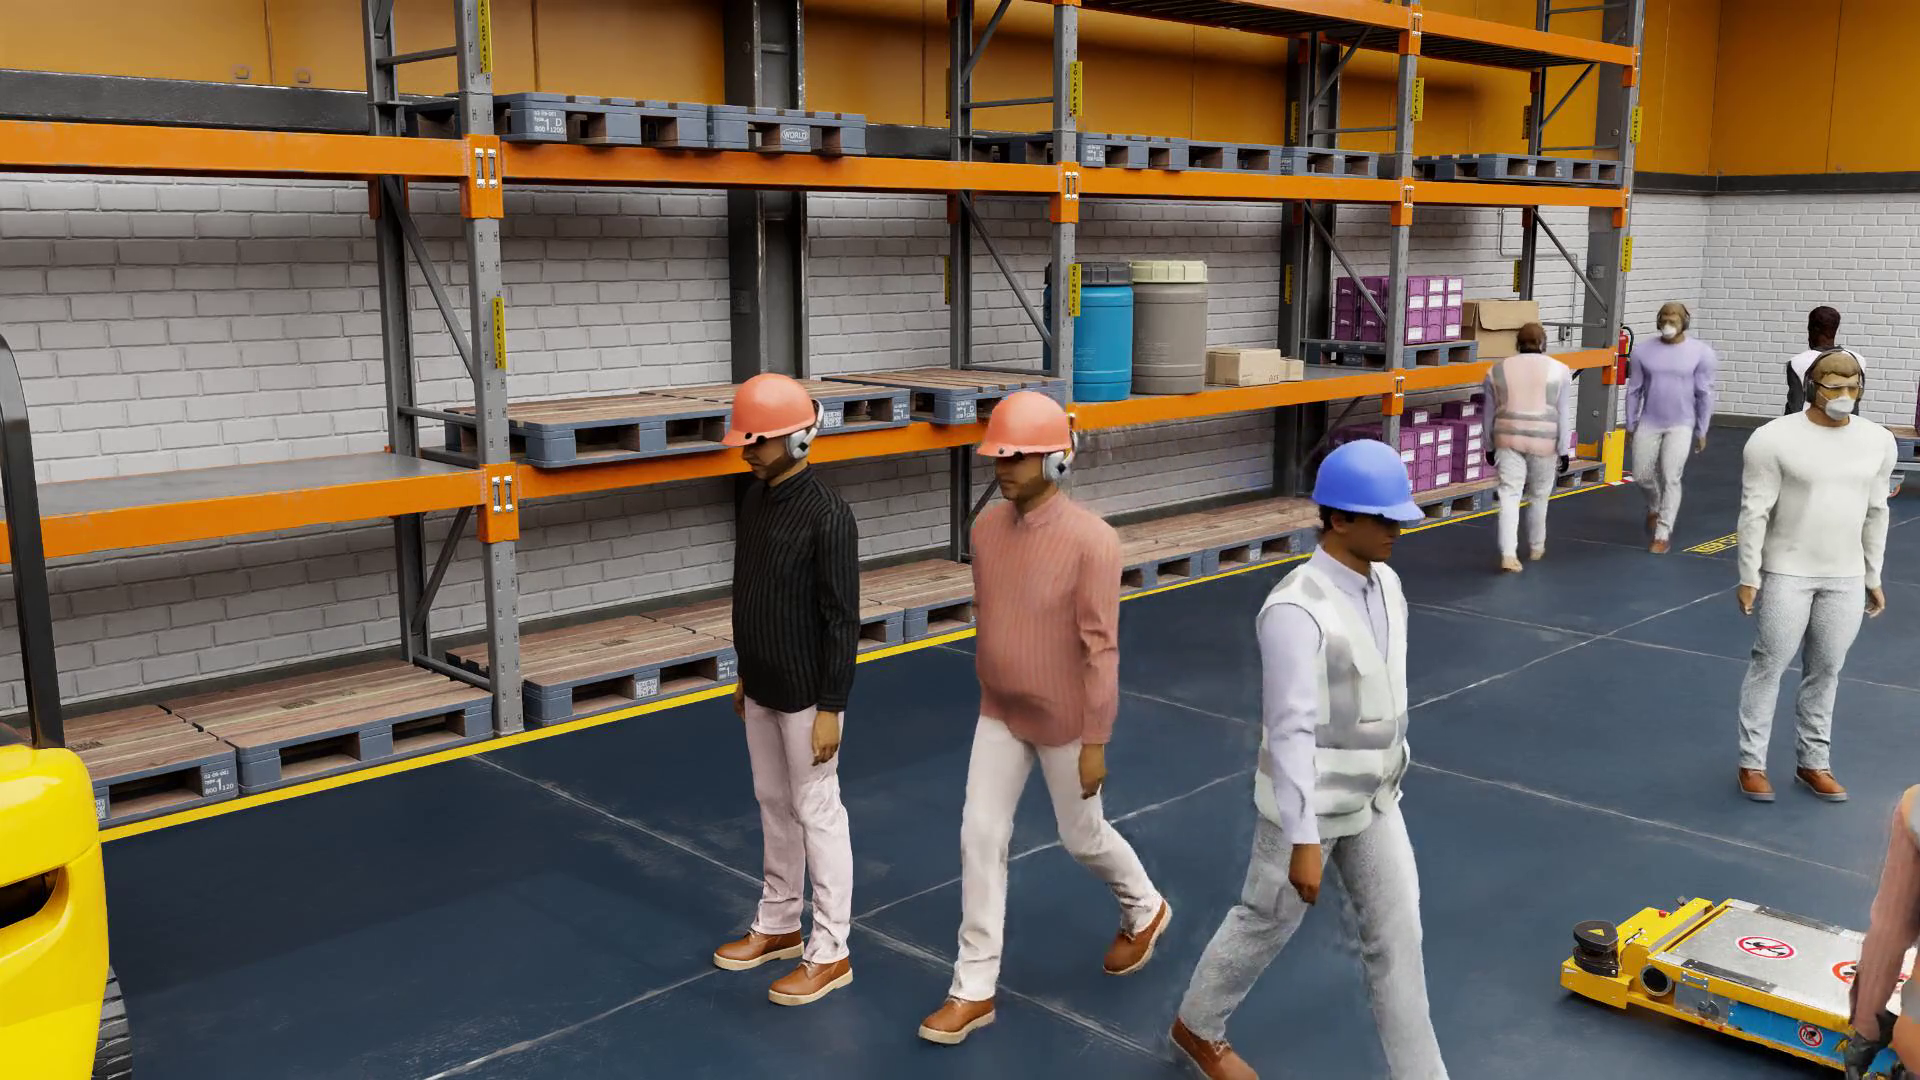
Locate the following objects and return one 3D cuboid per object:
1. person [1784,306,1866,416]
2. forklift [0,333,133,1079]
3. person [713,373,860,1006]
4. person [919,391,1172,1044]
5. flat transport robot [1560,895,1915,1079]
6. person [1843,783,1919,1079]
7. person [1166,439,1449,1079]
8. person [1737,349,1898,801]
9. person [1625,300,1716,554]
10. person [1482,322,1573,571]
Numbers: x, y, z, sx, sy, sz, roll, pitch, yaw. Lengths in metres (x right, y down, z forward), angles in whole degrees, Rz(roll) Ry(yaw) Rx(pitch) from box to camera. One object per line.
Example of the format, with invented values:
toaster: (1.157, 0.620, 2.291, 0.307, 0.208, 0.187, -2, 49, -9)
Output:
person: (6.028, -0.680, 11.693, 0.593, 1.917, 0.392, -3, 11, -14)
forklift: (-3.289, 0.485, 4.582, 1.214, 2.155, 2.313, -10, 14, -44)
person: (-0.551, 0.464, 5.263, 0.390, 1.986, 0.609, -8, 13, -36)
person: (0.290, 0.506, 5.121, 0.614, 1.963, 0.973, 10, 14, 43)
flat transport robot: (2.633, 1.374, 4.980, 0.652, 0.197, 1.431, -10, 15, -44)
person: (2.084, 1.025, 3.278, 0.887, 1.582, 0.514, -6, 12, -31)
person: (0.961, 0.668, 4.414, 1.011, 1.898, 0.632, 10, 14, 44)
person: (3.615, 0.157, 7.068, 0.635, 1.936, 0.355, 0, 10, 0)
person: (5.420, -0.871, 12.735, 0.632, 1.925, 0.618, 7, 13, 34)
person: (4.104, -0.680, 12.070, 0.631, 1.783, 1.002, 5, 11, 23)
